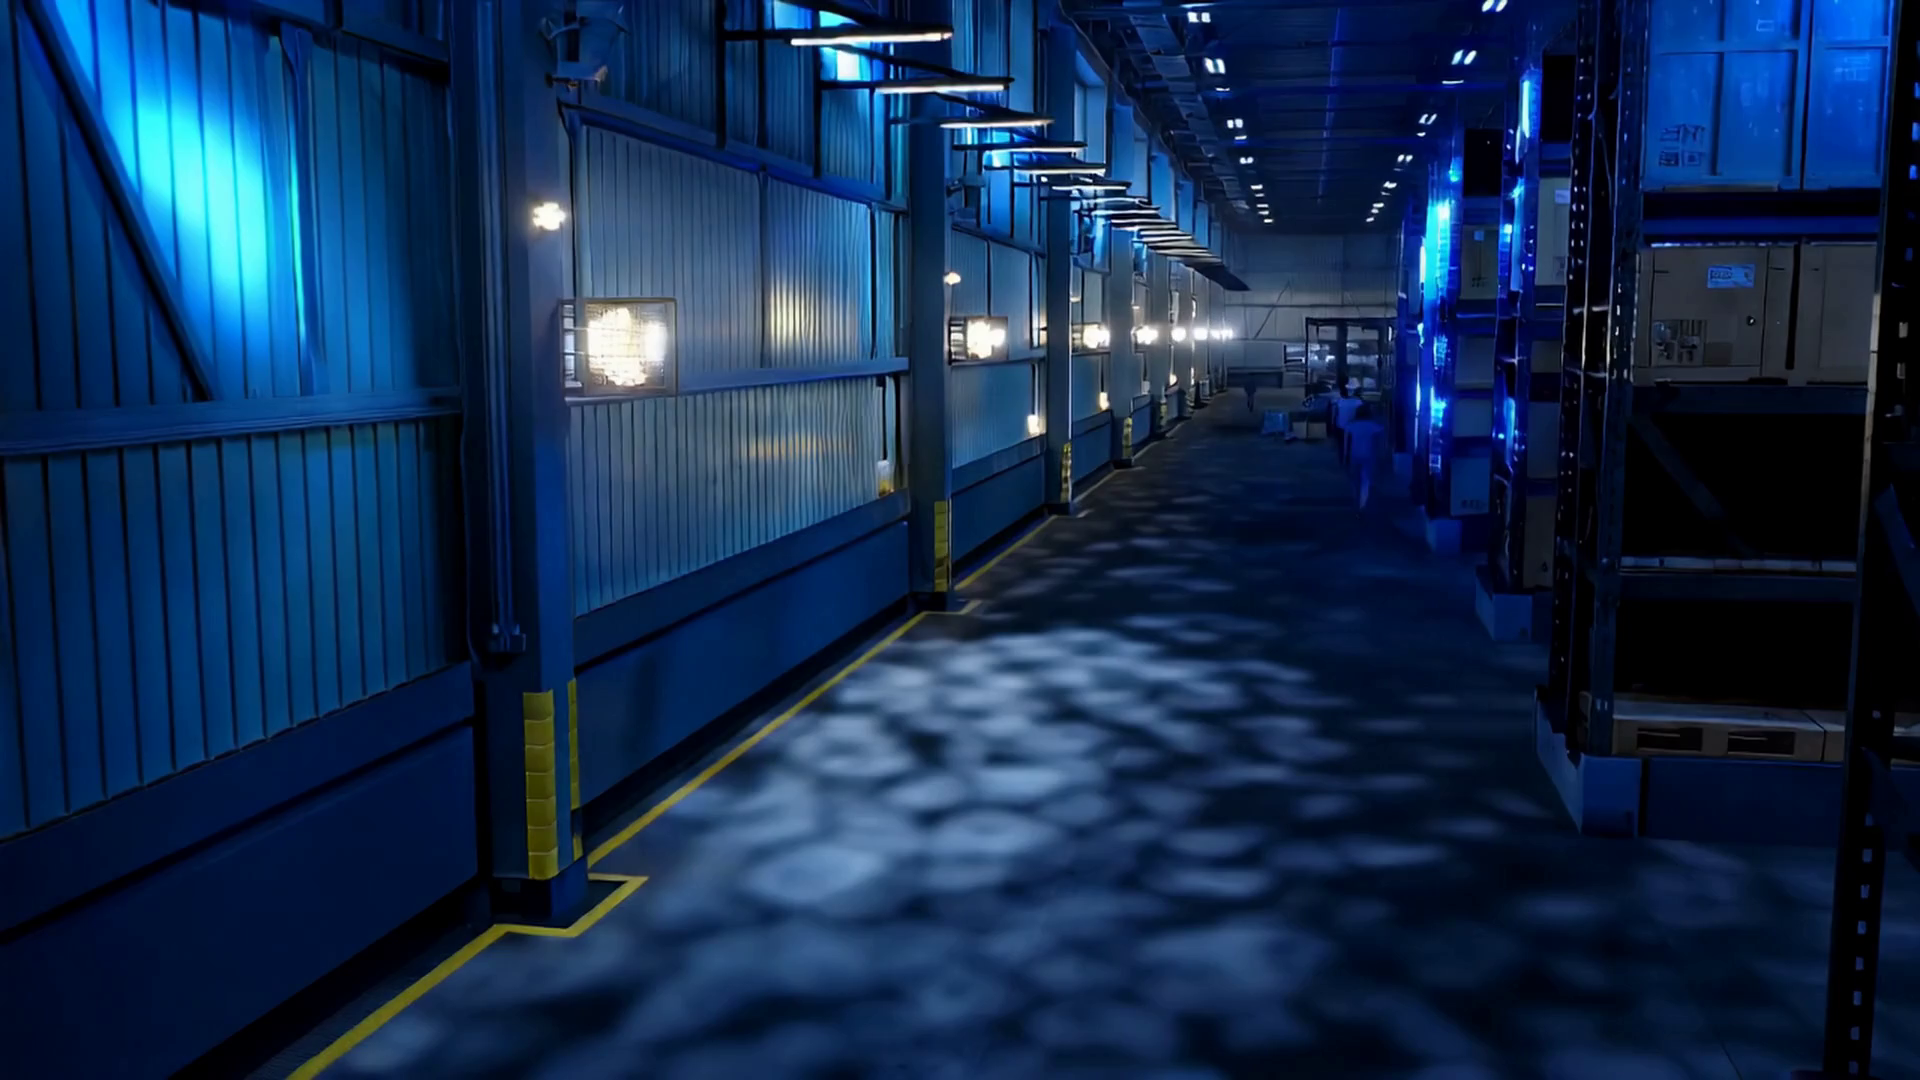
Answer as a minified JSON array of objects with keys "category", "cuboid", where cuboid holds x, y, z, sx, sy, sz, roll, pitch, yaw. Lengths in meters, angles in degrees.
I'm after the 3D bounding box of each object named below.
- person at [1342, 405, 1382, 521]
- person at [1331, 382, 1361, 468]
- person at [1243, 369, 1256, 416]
[{"category":"person","cuboid":[6.635,-1.273,27.497,0.631,1.908,0.933,2,7,16]},{"category":"person","cuboid":[8.789,-2.606,37.854,0.652,1.964,0.506,3,8,23]},{"category":"person","cuboid":[10.741,-5.492,61.829,0.568,1.750,0.342,-5,9,-35]}]
